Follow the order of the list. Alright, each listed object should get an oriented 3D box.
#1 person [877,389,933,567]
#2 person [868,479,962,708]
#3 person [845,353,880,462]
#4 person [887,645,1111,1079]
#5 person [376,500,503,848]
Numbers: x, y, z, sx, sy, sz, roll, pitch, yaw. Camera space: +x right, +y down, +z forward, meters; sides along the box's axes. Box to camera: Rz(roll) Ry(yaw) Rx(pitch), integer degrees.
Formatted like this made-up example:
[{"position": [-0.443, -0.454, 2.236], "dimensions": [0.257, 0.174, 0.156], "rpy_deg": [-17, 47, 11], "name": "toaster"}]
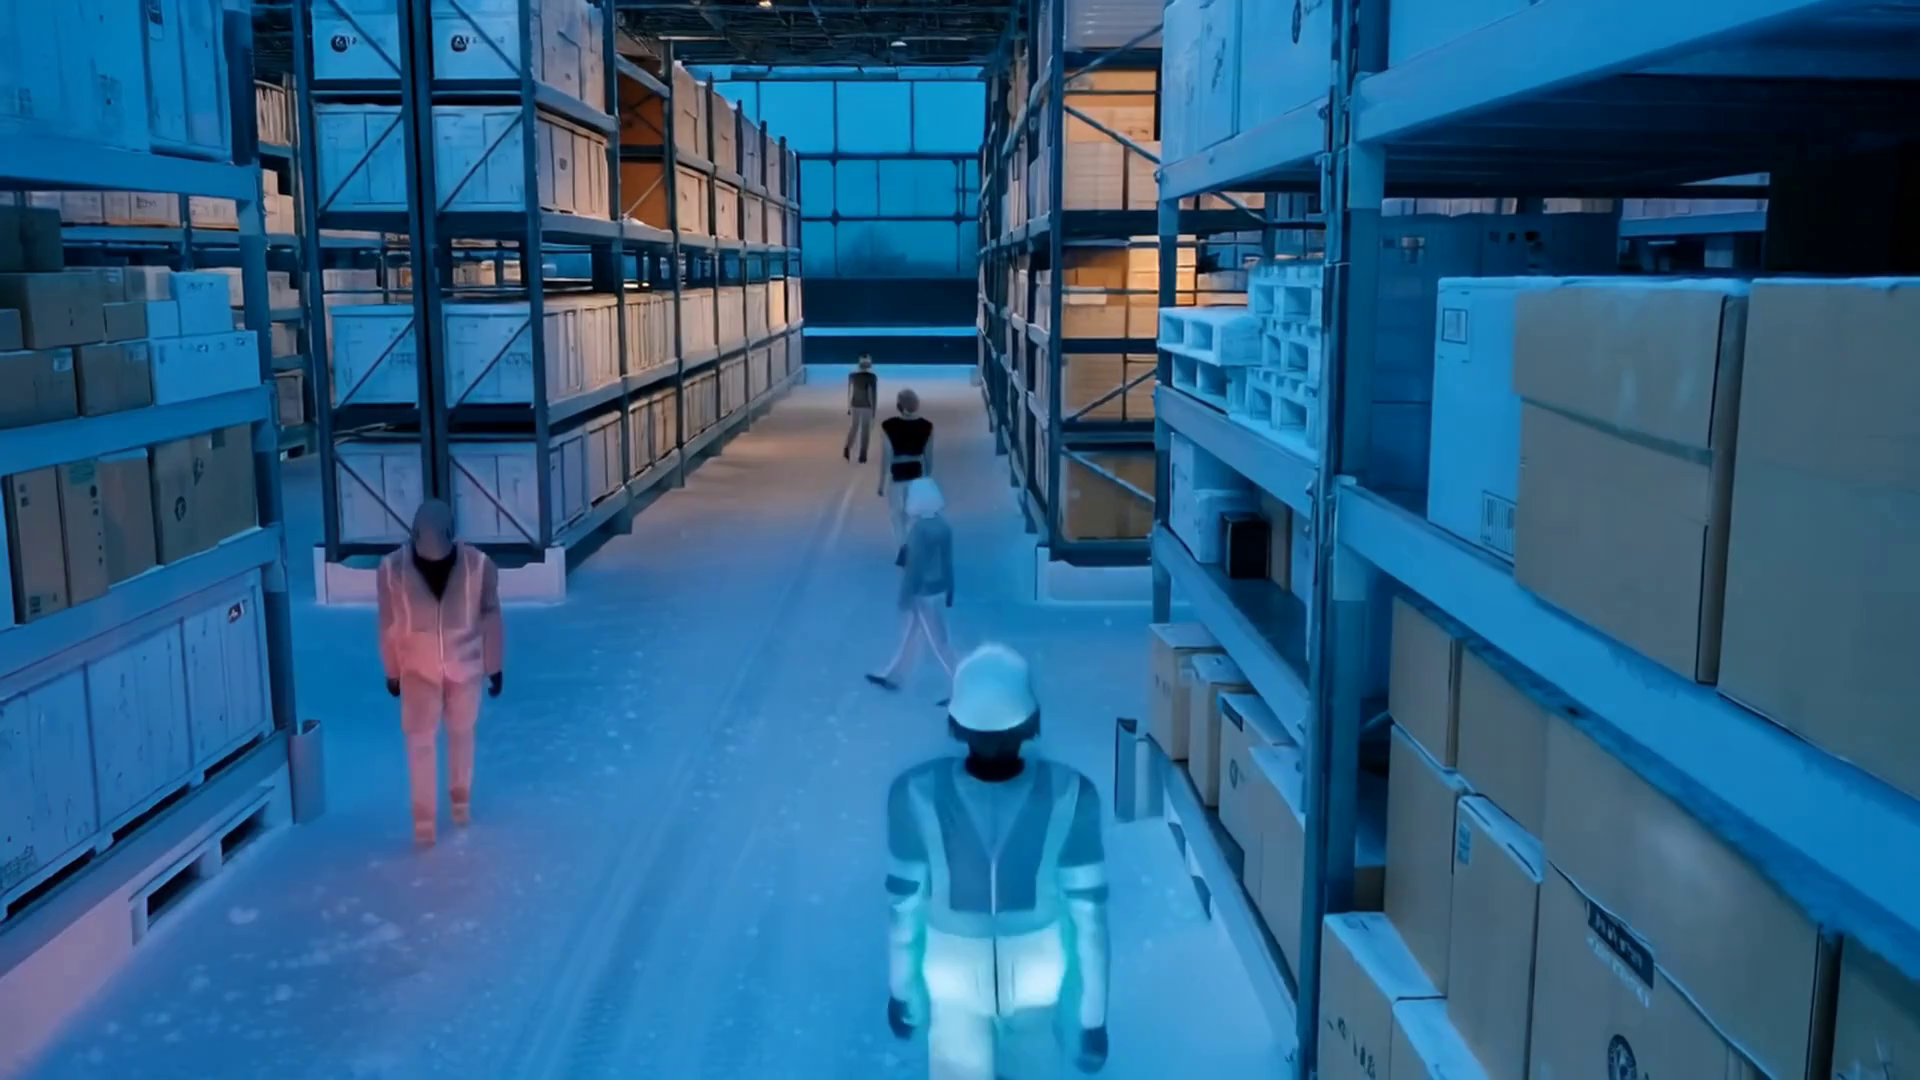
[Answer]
[{"position": [-0.545, -0.604, 16.752], "dimensions": [0.604, 1.830, 0.431], "rpy_deg": [-4, 10, -22], "name": "person"}, {"position": [-0.274, 0.369, 11.517], "dimensions": [0.843, 1.581, 0.522], "rpy_deg": [4, 10, 22], "name": "person"}, {"position": [-1.528, -2.052, 25.996], "dimensions": [0.561, 1.727, 0.409], "rpy_deg": [3, 10, 20], "name": "person"}, {"position": [0.110, 1.282, 4.717], "dimensions": [0.634, 1.985, 1.031], "rpy_deg": [0, 9, 0], "name": "person"}, {"position": [-2.748, 0.697, 8.830], "dimensions": [0.639, 1.815, 0.760], "rpy_deg": [-3, 10, -19], "name": "person"}]
